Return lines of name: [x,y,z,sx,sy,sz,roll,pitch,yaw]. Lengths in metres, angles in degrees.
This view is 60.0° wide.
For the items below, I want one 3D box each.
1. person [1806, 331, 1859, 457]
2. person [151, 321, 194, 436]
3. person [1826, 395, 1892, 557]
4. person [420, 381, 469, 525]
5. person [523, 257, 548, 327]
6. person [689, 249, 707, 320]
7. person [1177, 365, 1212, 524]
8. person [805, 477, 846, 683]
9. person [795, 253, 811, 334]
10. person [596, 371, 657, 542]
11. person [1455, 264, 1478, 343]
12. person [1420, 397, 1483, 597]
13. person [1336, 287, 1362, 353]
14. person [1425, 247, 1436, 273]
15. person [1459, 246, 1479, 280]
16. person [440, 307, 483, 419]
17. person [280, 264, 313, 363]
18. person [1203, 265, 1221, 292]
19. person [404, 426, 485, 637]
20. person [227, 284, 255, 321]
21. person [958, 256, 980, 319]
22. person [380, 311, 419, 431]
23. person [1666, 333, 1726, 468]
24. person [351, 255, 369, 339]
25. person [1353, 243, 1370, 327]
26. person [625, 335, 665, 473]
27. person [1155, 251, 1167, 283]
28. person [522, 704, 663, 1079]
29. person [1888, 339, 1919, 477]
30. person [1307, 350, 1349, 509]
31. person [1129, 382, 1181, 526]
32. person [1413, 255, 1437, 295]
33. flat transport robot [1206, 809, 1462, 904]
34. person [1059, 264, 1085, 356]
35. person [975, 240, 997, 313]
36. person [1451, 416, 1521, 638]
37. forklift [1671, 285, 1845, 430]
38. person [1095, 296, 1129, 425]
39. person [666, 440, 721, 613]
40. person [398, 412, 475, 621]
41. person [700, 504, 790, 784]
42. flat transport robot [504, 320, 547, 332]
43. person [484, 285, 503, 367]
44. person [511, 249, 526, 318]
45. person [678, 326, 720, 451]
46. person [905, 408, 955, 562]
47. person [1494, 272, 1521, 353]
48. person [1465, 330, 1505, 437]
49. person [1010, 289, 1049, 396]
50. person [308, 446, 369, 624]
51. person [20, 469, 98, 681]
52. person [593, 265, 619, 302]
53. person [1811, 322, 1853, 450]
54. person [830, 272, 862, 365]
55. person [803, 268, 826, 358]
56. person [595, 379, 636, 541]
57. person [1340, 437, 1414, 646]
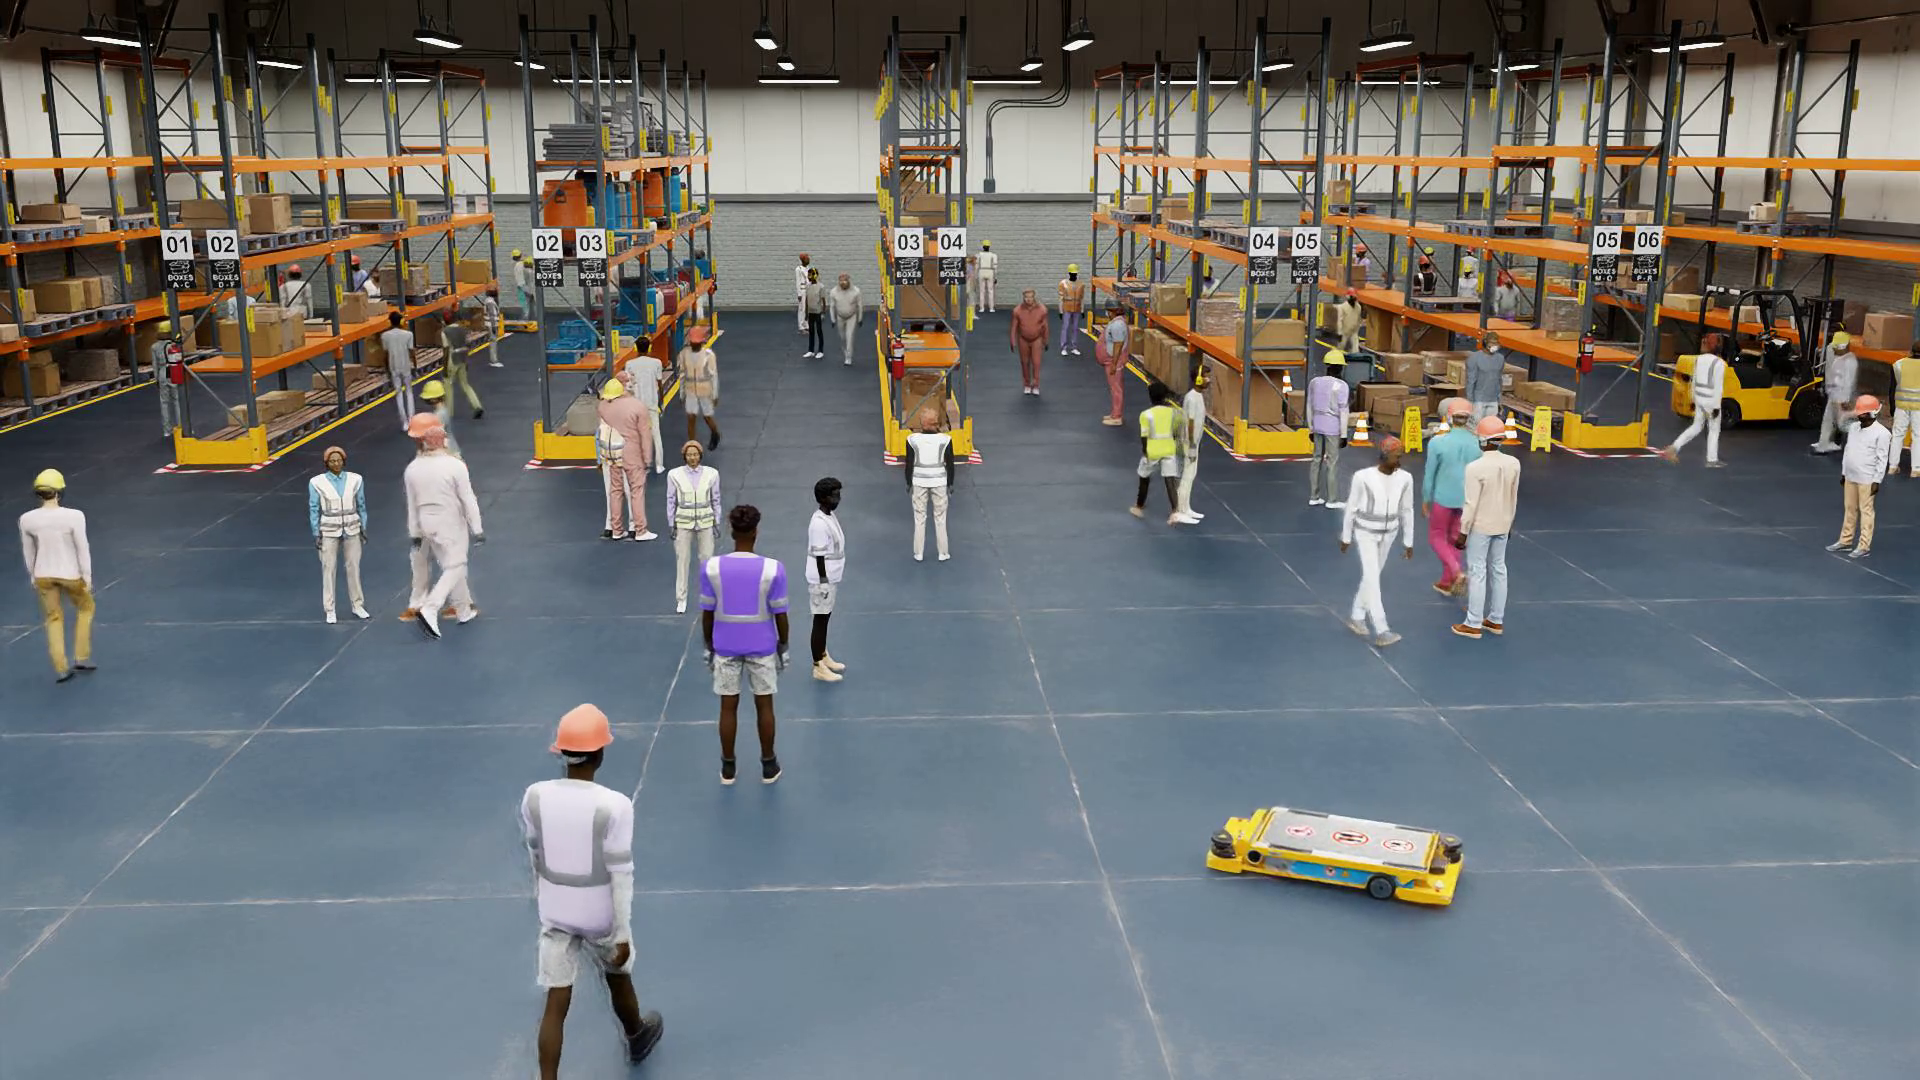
person: [12.457,-2.032,23.398,0.768,1.802,0.607,3,14,11]
person: [-11.988,-2.449,25.278,0.493,1.742,0.322,1,13,6]
person: [9.646,-0.691,17.828,0.337,1.742,0.562,-3,14,-12]
person: [-5.956,-0.983,19.101,0.688,1.723,0.552,-5,14,-21]
person: [-10.412,-6.048,40.572,0.571,1.715,0.523,-9,16,-34]
person: [-6.634,-6.432,42.011,0.704,1.816,0.655,9,16,34]
person: [2.730,-1.123,19.442,0.370,1.856,0.524,4,14,17]
person: [-1.102,0.315,13.680,0.320,1.692,0.531,1,13,3]
person: [-3.654,-5.809,39.210,0.346,1.884,0.584,6,15,24]
person: [-3.692,-0.930,18.504,0.643,1.905,0.399,5,14,21]
person: [11.376,-5.303,37.368,0.577,1.758,0.345,1,13,4]
person: [4.782,-0.383,16.042,0.619,1.968,0.664,-3,14,-11]
person: [7.465,-4.010,31.976,0.575,1.715,0.906,-5,14,-21]
person: [12.316,-6.814,43.750,0.350,1.758,0.521,11,17,39]
person: [13.624,-6.992,44.504,0.563,1.751,0.330,12,18,42]
person: [-8.095,-2.825,26.745,0.666,1.848,0.588,5,14,21]
person: [-13.432,-4.572,33.705,0.614,2.021,0.714,-2,13,-8]
person: [5.216,-4.813,34.981,0.629,1.879,0.901,0,13,-2]
person: [-4.694,-0.084,15.008,0.720,1.863,0.839,6,14,22]
person: [-14.101,-4.219,32.770,0.561,1.745,0.339,-13,18,-43]
person: [0.206,-6.487,42.679,0.675,1.611,0.551,8,15,29]
person: [-8.703,-2.636,25.874,0.545,1.834,0.640,-5,14,-18]
person: [10.122,-1.890,22.673,0.790,1.861,0.583,-3,14,-13]
person: [-13.761,-5.556,38.083,0.597,1.915,0.443,8,15,30]
person: [9.768,-6.210,40.604,0.409,2.035,0.601,-3,14,-11]
person: [-4.223,-1.818,22.331,0.519,1.874,0.331,-4,14,-16]
person: [5.276,-6.845,44.150,0.518,1.628,0.274,12,18,41]
person: [-1.695,1.662,7.575,0.549,1.885,0.992,3,14,11]
person: [12.703,-1.759,22.146,0.429,1.843,0.632,-11,17,-38]
person: [4.477,-1.344,20.212,0.383,1.923,0.589,-10,17,-37]
person: [2.330,-1.008,19.384,0.538,1.652,0.882,-5,14,-20]
person: [9.973,-5.105,35.891,0.607,2.044,0.374,-7,15,-29]
flat transport robot: [2.273,1.884,10.077,1.431,0.197,0.652,5,14,21]
person: [2.370,-4.862,35.108,0.590,1.926,0.388,-5,14,-20]
person: [0.694,-7.016,44.233,0.594,1.924,0.382,0,13,1]
person: [4.693,-0.115,14.851,0.611,1.996,0.378,-7,15,-26]
forklift: [12.503,-2.886,26.166,2.313,2.155,1.214,-1,13,-3]
person: [2.403,-2.844,26.314,0.535,2.000,0.684,2,13,9]
person: [-2.506,-0.132,15.687,0.510,1.640,0.308,-4,14,-16]
person: [-4.830,-0.209,15.313,0.650,1.960,0.646,-12,18,-42]
person: [-1.471,0.720,11.408,0.616,1.958,0.379,0,13,1]
flat transport robot: [-10.684,-5.126,39.775,1.431,0.197,0.652,2,13,9]
person: [-9.353,-4.276,33.246,0.308,1.639,0.518,-4,14,-18]
person: [-11.345,-6.602,42.859,0.354,1.759,0.527,-1,13,-3]
person: [-3.681,-2.108,23.535,0.585,1.897,0.878,1,13,5]
person: [-0.319,-0.574,17.563,0.525,1.636,0.307,1,13,2]
person: [11.768,-4.906,35.788,0.566,1.700,0.924,3,14,11]
person: [7.029,-1.843,22.296,0.628,1.939,0.373,-7,15,-27]
person: [1.218,-3.472,29.331,0.671,1.866,0.913,1,13,6]
person: [-5.730,-0.057,15.368,0.510,1.640,0.308,-10,16,-36]
person: [-7.386,0.279,13.685,0.544,1.747,0.520,-1,13,-5]
person: [-8.294,-5.829,39.089,0.641,1.968,0.584,-4,14,-15]
person: [12.663,-2.225,24.096,0.327,1.861,0.500,-2,14,-10]
person: [-2.301,-4.519,33.805,0.656,1.868,0.846,1,13,6]
person: [-3.028,-4.726,34.671,0.521,1.864,0.336,8,16,32]
person: [-3.794,-0.889,18.503,0.588,1.822,0.403,4,14,16]
person: [3.733,0.014,14.642,0.591,1.833,0.961,-4,14,-17]
